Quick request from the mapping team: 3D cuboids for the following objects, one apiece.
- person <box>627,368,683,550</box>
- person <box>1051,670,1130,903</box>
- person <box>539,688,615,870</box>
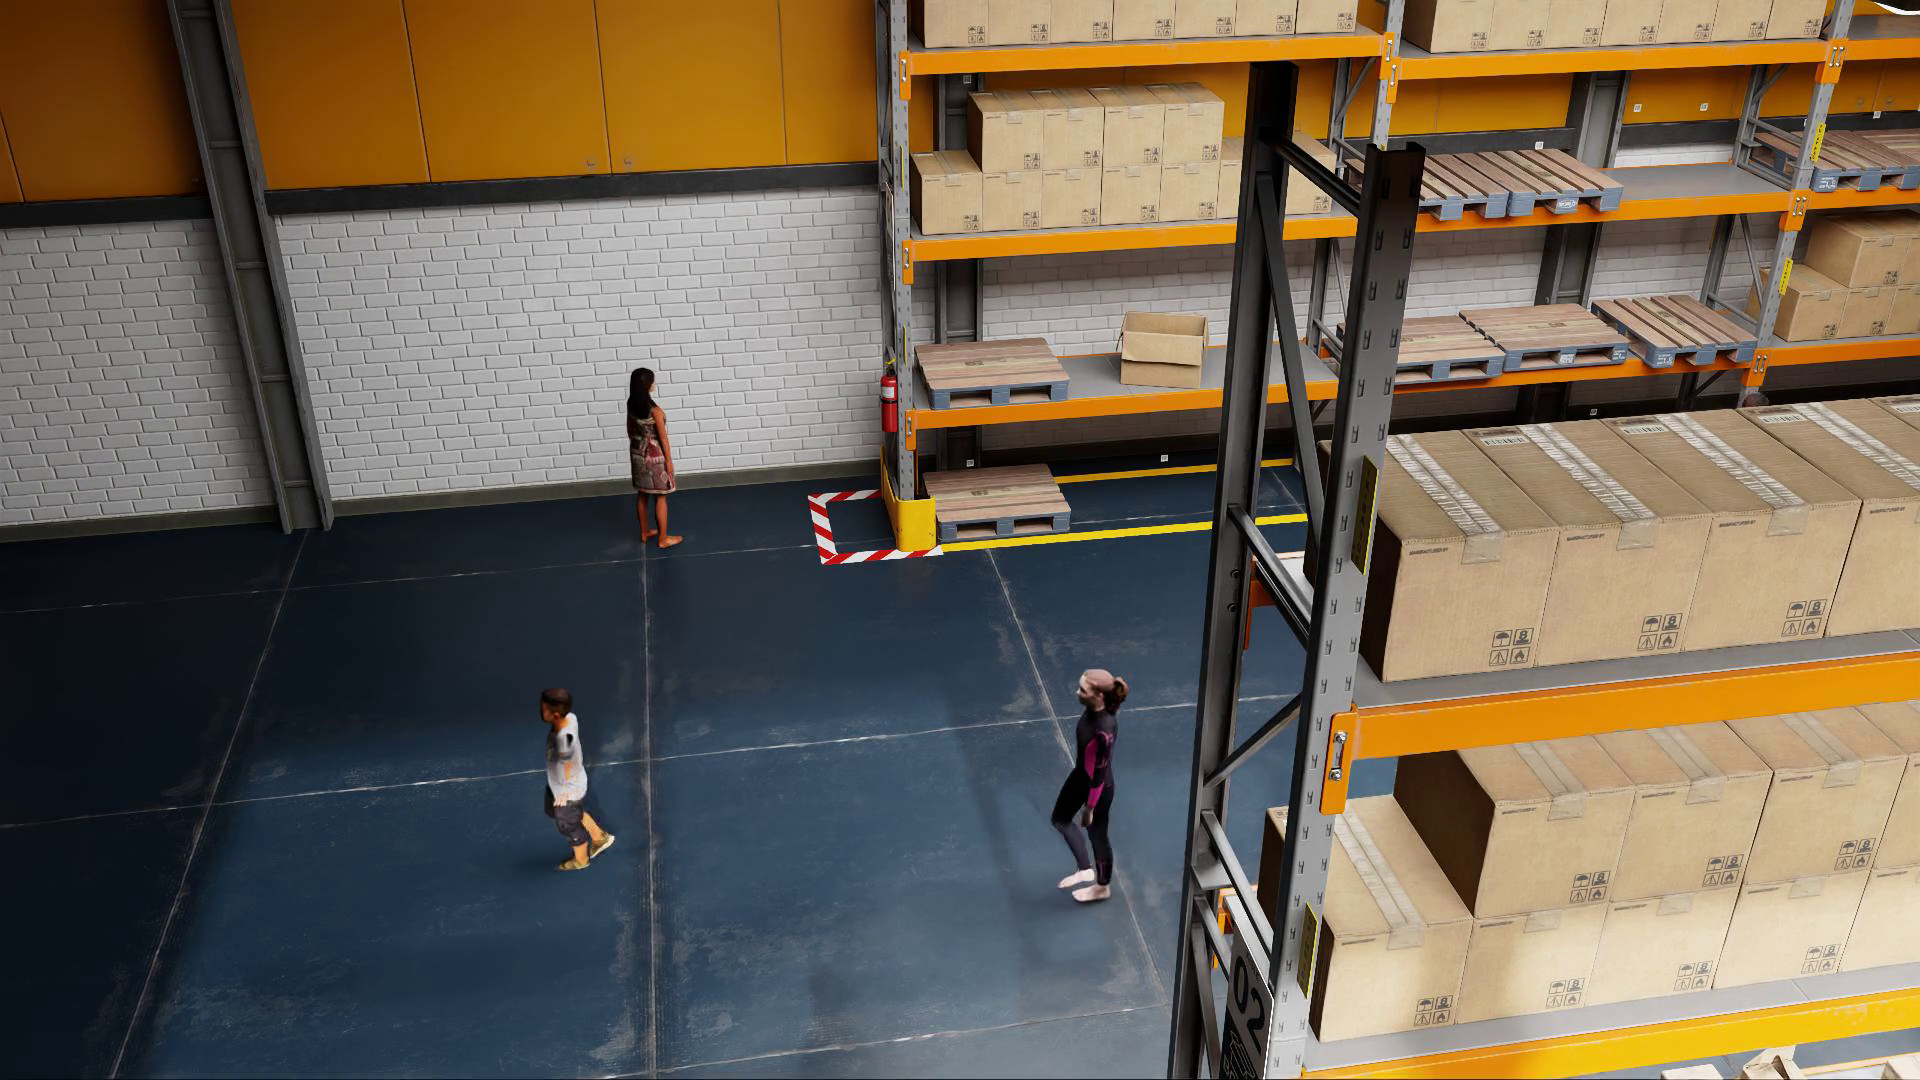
[{"bbox_3d":[-2.705,-0.722,14.474,0.711,1.643,0.767,19,34,31],"label":"person"},{"bbox_3d":[0.906,1.523,10.256,0.610,1.742,0.580,-4,29,-8],"label":"person"},{"bbox_3d":[-2.454,1.486,10.629,0.667,1.449,0.626,-8,30,-14],"label":"person"}]
